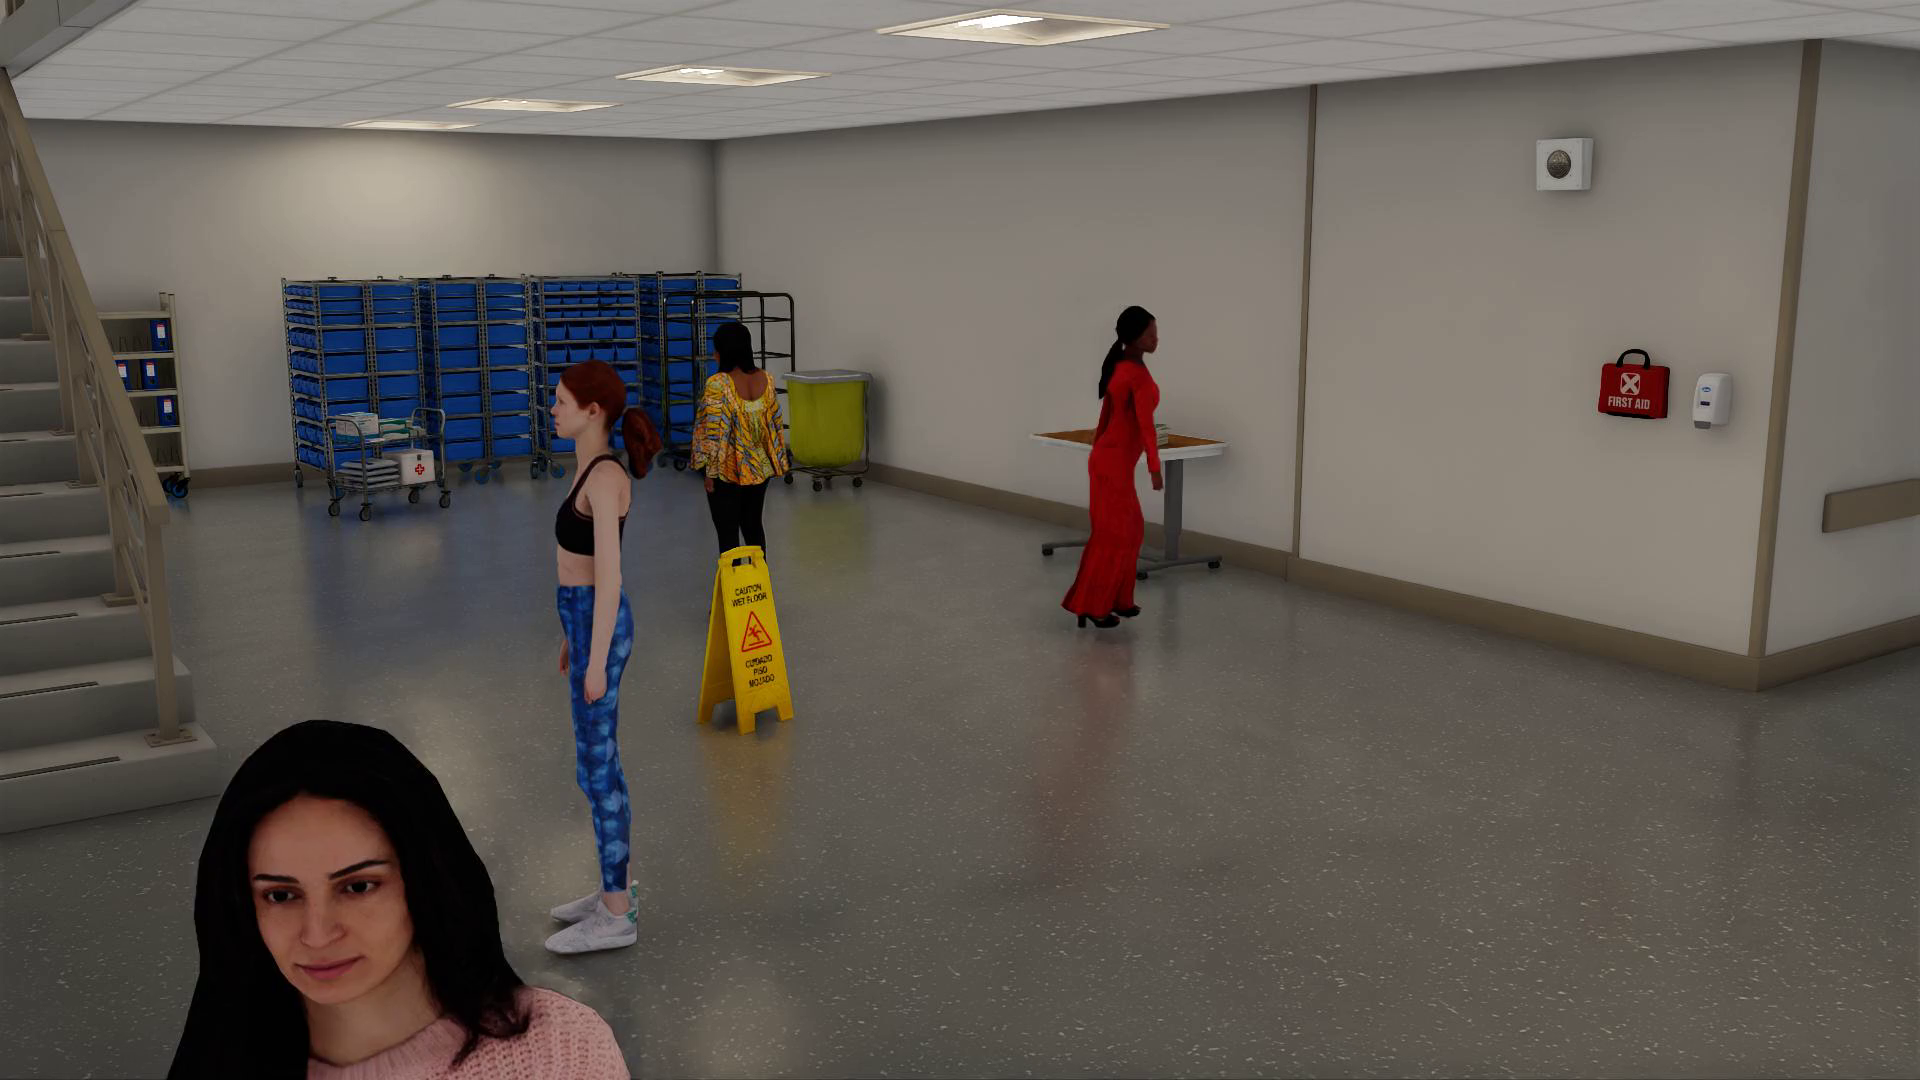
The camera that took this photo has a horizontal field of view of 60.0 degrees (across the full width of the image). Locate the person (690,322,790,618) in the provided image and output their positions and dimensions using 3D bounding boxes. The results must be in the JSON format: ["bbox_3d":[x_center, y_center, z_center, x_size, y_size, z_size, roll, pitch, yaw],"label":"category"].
[{"bbox_3d":[-1.240,-0.384,9.257,0.869,1.654,0.827,7,13,34],"label":"person"}]

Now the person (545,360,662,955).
[{"bbox_3d":[-1.089,0.344,5.073,0.729,1.785,0.664,-3,11,-14],"label":"person"}]

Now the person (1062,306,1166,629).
[{"bbox_3d":[0.788,-0.354,8.871,0.964,1.740,0.851,-4,12,-21],"label":"person"}]

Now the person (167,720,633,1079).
[{"bbox_3d":[-0.511,1.011,1.709,0.897,1.727,1.238,-3,11,-15],"label":"person"}]
